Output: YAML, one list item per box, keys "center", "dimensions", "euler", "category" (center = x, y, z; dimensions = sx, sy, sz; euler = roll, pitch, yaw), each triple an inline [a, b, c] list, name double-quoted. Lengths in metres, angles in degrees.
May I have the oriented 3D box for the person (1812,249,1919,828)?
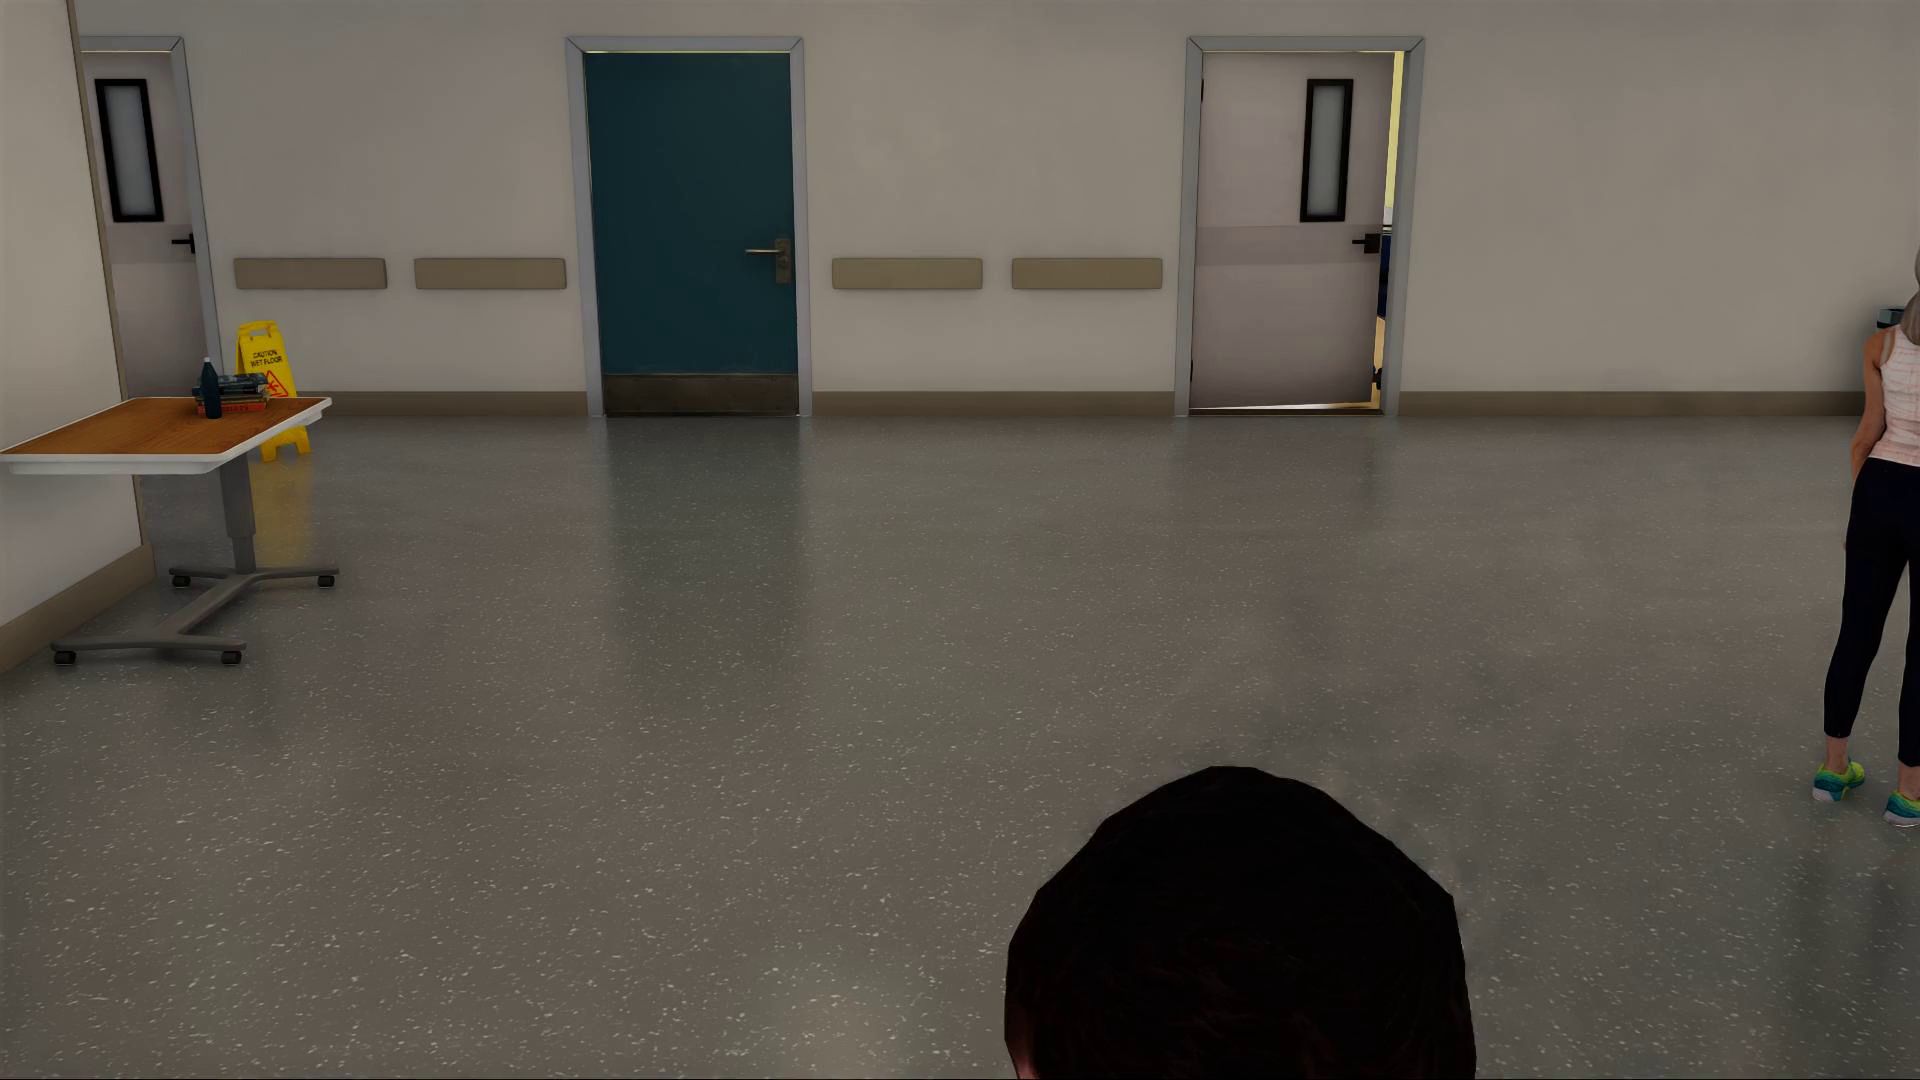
- center: [2.719, -0.037, 4.743]
  dimensions: [0.705, 1.703, 0.679]
  euler: [-11, 19, -33]
  category: "person"
